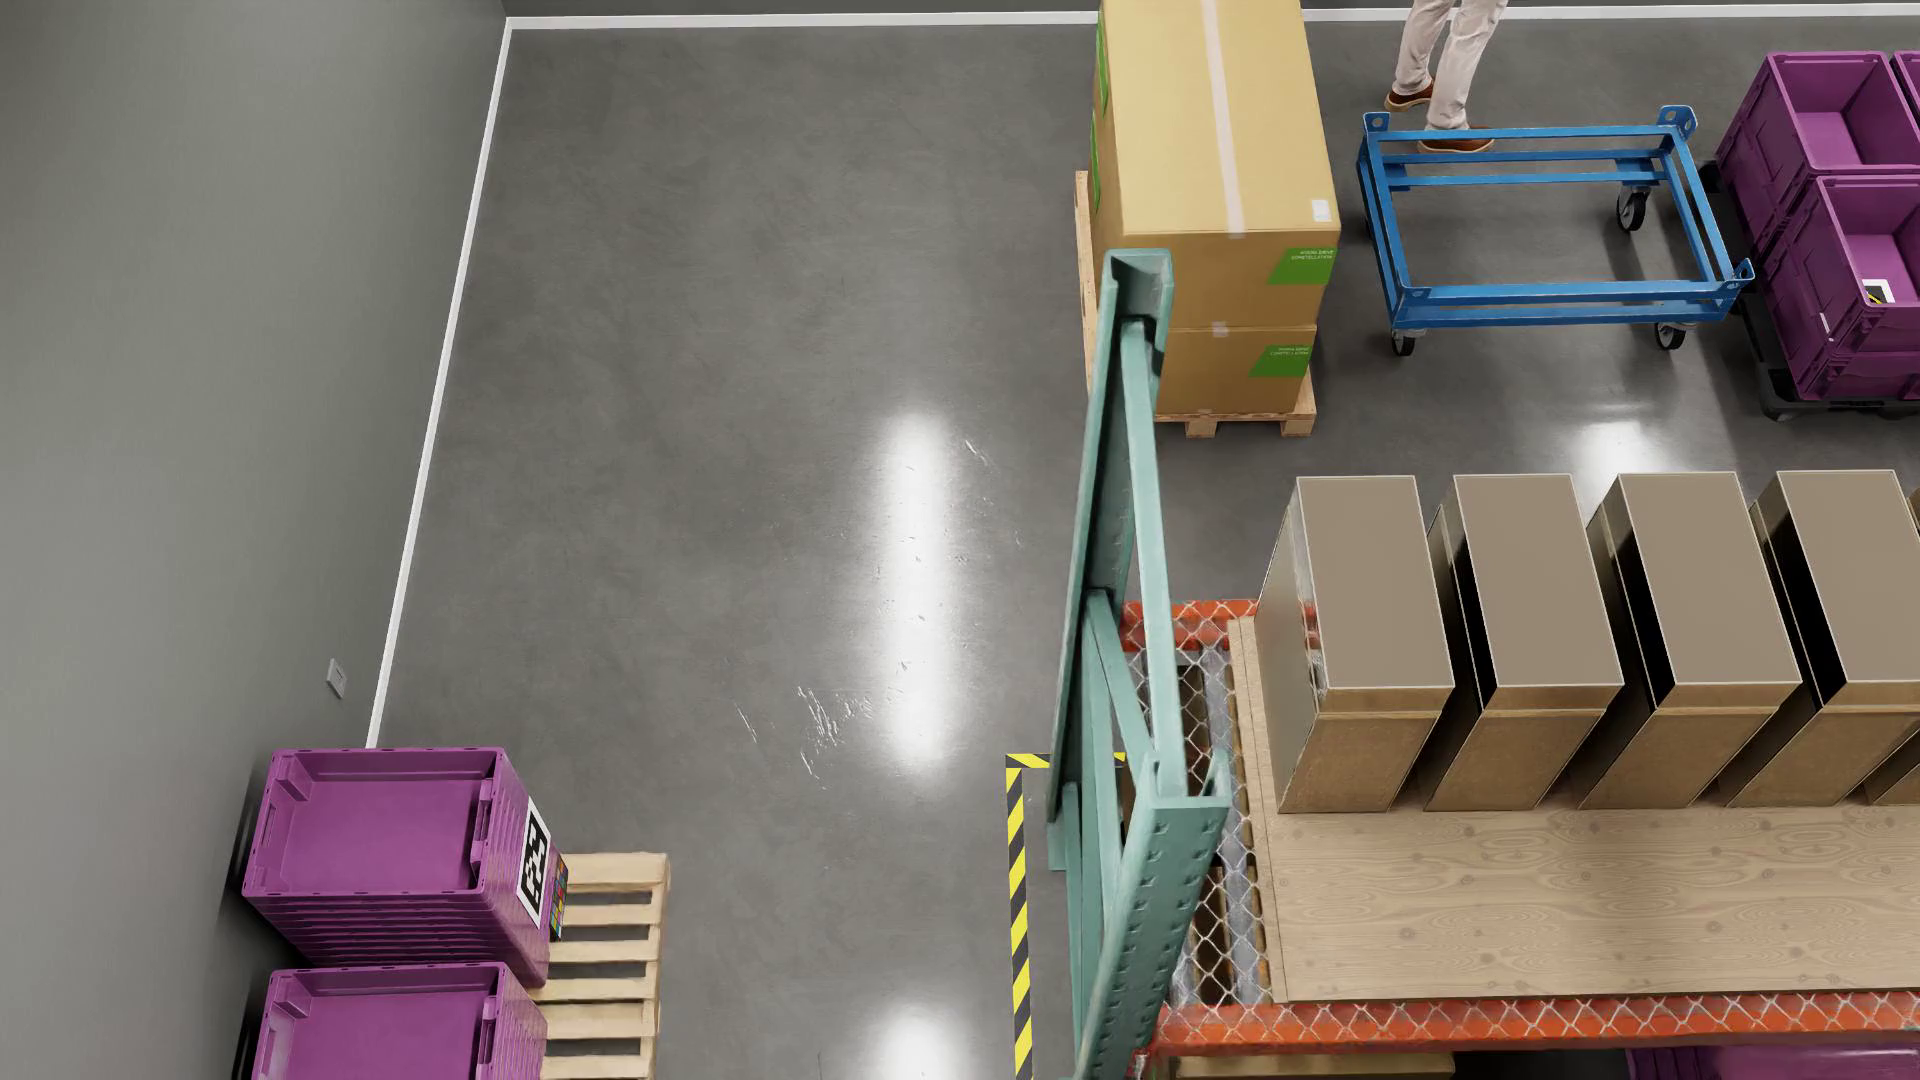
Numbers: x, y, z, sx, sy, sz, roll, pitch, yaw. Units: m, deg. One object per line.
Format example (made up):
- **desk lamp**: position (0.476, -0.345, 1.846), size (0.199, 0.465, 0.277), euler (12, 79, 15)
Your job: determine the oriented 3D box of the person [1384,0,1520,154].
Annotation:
- **person**: position (1.955, -2.275, 6.065), size (0.382, 1.996, 0.608), euler (-14, 59, -9)
